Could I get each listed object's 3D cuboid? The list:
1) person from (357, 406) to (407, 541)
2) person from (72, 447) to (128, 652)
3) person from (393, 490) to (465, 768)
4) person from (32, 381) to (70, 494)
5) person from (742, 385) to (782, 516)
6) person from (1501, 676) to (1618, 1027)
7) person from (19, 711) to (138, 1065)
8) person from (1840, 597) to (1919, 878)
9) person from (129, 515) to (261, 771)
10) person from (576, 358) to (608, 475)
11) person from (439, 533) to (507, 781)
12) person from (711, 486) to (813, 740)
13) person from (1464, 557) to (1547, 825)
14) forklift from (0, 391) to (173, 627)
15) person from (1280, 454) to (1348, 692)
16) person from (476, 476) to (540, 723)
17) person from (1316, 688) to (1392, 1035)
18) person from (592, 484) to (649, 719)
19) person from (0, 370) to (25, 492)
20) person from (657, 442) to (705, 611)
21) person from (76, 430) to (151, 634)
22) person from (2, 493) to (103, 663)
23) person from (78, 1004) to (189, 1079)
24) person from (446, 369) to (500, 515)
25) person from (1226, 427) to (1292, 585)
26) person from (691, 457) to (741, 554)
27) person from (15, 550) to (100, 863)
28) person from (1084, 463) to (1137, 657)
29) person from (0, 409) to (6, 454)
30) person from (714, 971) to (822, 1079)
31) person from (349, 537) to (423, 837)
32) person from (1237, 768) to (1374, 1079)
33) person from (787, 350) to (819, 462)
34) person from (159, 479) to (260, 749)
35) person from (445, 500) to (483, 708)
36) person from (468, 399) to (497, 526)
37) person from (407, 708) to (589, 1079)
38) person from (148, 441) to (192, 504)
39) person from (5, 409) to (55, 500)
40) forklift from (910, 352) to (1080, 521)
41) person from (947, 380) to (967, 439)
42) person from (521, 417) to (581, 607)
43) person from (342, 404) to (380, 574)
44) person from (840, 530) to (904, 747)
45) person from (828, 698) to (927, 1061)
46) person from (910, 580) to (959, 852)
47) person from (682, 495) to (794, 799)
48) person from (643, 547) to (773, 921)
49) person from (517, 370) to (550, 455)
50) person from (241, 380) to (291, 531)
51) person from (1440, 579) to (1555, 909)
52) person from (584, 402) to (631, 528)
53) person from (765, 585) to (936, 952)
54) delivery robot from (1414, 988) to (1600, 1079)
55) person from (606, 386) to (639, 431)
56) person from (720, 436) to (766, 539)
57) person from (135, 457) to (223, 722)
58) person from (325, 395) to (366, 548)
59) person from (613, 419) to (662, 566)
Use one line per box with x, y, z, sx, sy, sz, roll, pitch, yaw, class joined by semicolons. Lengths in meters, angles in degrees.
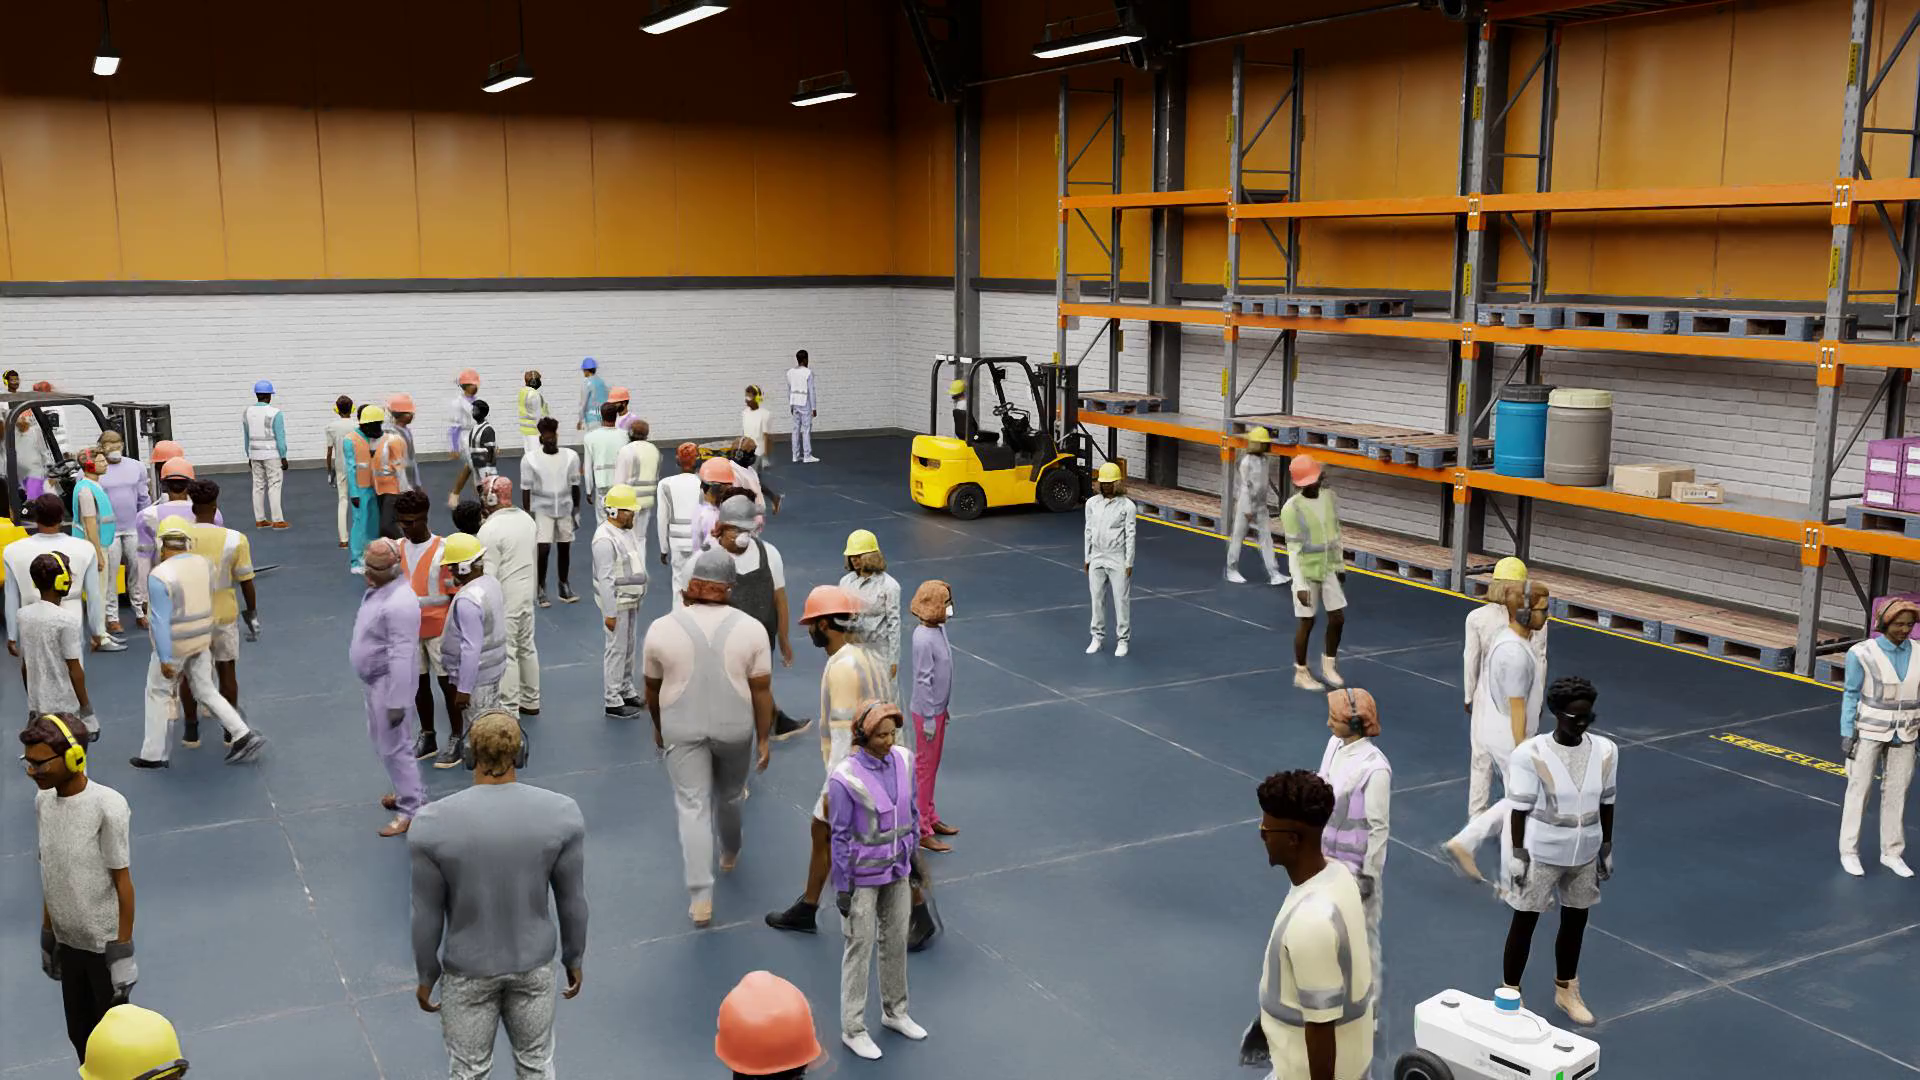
-6.386;-0.554;18.489;0.606;1.894;0.544;7;12;36;person
-7.764;0.083;14.934;0.390;1.850;0.563;-5;11;-25;person
-3.723;0.613;11.596;0.610;1.955;0.389;4;10;20;person
-12.144;-1.208;22.317;0.622;1.865;0.604;0;10;-2;person
-2.647;-1.134;21.998;0.717;1.845;0.518;-9;13;-43;person
2.746;1.433;7.631;0.535;1.688;0.321;-2;10;-11;person
-3.370;1.564;6.406;0.527;1.856;0.346;5;11;26;person
5.306;1.127;9.554;0.523;1.631;0.317;0;10;-1;person
-5.330;0.718;11.525;0.779;1.782;0.604;3;10;18;person
-5.756;-1.946;26.455;0.942;1.912;0.593;3;10;18;person
-3.095;0.851;10.591;0.403;1.823;0.588;0;10;-1;person
-1.645;0.548;12.094;1.039;1.910;0.626;-4;11;-24;person
3.333;0.965;10.188;0.483;1.735;0.316;5;11;25;person
-9.026;-0.363;16.508;1.214;2.155;2.313;6;11;29;forklift
2.861;0.278;13.438;0.721;1.982;0.483;-5;11;-28;person
-3.468;0.455;12.675;0.396;1.899;0.664;3;10;17;person
1.780;1.464;7.596;0.312;1.638;0.512;-2;10;-14;person
-2.612;0.468;12.815;0.403;1.820;0.602;1;10;6;person
-13.743;-1.542;24.234;0.320;1.871;0.533;3;10;14;person
-2.421;0.062;14.964;0.575;1.883;0.362;1;10;5;person
-7.931;-0.079;15.661;0.388;1.928;0.638;9;13;42;person
-6.359;0.619;11.707;0.612;1.899;0.493;-6;12;-33;person
-1.994;2.000;4.137;0.313;1.767;0.534;4;11;21;person
-6.680;-1.337;22.713;1.045;1.999;0.630;4;10;20;person
3.196;-0.354;17.820;0.513;1.705;0.848;-8;13;-40;person
-1.838;0.387;12.628;0.382;2.043;0.605;-4;10;-19;person
-5.243;0.990;9.696;0.517;1.860;0.322;5;11;29;person
1.321;0.172;14.765;0.481;1.734;0.327;6;11;29;person
-13.636;-1.402;23.179;0.616;1.965;0.364;-2;10;-9;person
-0.397;1.960;3.910;0.558;1.925;0.629;-5;11;-24;person
-3.527;0.891;10.249;0.432;1.869;0.788;-5;11;-28;person
1.111;1.689;5.520;1.052;1.896;0.588;5;11;25;person
-2.692;-2.281;28.346;0.593;1.919;0.392;7;12;35;person
-5.446;0.540;12.018;0.691;1.956;0.405;-4;11;-21;person
-3.841;0.522;12.892;0.329;1.683;0.541;-5;11;-26;person
-6.134;-0.959;21.364;0.318;1.700;0.537;-8;13;-40;person
-1.692;1.572;6.154;0.636;1.929;0.373;-4;11;-22;person
-6.925;0.079;14.737;0.387;1.929;0.547;-1;10;-3;person
-11.560;-0.826;20.580;0.581;1.697;0.905;3;10;19;person
0.460;-1.461;22.833;2.313;2.155;1.214;-5;11;-28;forklift
0.024;-1.495;24.371;0.447;1.723;0.571;0;10;0;person
-4.113;-0.280;16.794;0.610;1.937;0.498;-5;11;-27;person
-6.632;-0.569;18.539;0.397;1.905;0.594;3;10;19;person
-0.618;0.782;11.255;0.488;1.736;0.366;6;12;32;person
-0.381;1.496;7.432;0.313;1.631;0.524;9;13;41;person
-0.159;1.043;10.028;0.284;1.633;0.500;2;10;9;person
-1.517;0.635;11.207;0.678;2.000;0.957;-6;11;-30;person
-1.390;0.987;9.181;0.689;2.000;1.043;-2;10;-11;person
-6.268;-1.581;24.543;0.429;1.844;0.626;-7;12;-37;person
-8.925;-1.086;21.418;0.605;1.940;0.415;3;10;18;person
2.994;1.111;9.071;0.519;1.829;0.523;3;10;16;person
-3.897;-0.587;18.625;0.589;1.911;0.384;-3;10;-16;person
-0.550;1.184;8.598;0.913;1.879;0.648;-1;10;-6;person
2.240;2.089;6.840;0.477;0.478;0.707;-9;13;-40;delivery robot
-4.168;-0.941;20.611;0.390;1.929;0.545;-9;13;-42;person
-2.076;-0.085;15.966;0.429;1.832;0.634;1;10;8;person
-5.938;0.380;12.731;0.612;2.029;0.407;-6;11;-29;person
-7.383;-0.820;20.119;0.509;1.860;0.334;-3;10;-17;person
-3.451;-0.369;17.719;0.456;1.816;0.710;6;12;32;person
